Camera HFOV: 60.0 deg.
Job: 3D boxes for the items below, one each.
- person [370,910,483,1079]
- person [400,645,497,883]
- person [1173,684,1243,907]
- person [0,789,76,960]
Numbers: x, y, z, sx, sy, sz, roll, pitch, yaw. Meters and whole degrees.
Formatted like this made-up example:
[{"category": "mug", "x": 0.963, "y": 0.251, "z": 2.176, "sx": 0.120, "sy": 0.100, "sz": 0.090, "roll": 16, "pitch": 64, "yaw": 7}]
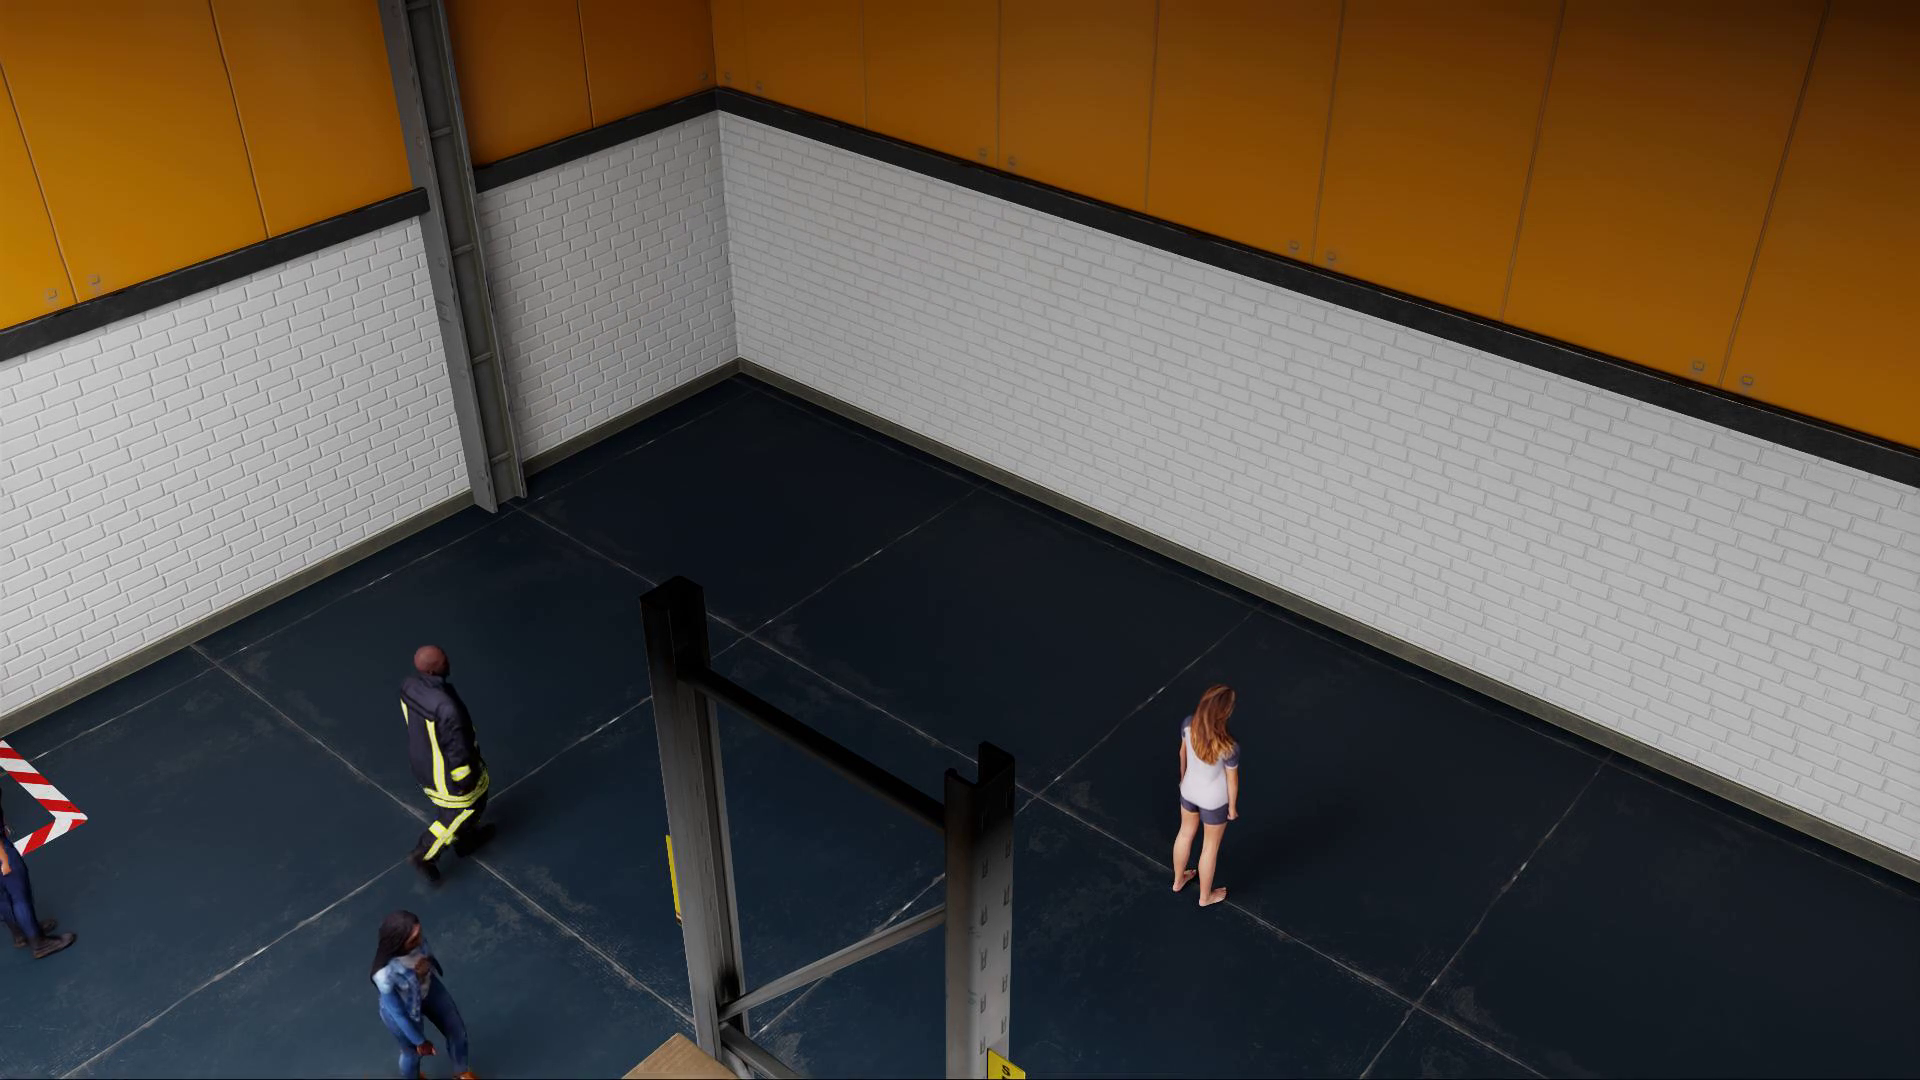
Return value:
[{"category": "person", "x": -3.141, "y": 2.631, "z": 9.313, "sx": 0.882, "sy": 1.683, "sz": 0.843, "roll": 5, "pitch": 34, "yaw": 8}, {"category": "person", "x": -3.448, "y": 1.476, "z": 10.940, "sx": 0.722, "sy": 1.807, "sz": 0.939, "roll": 24, "pitch": 41, "yaw": 32}, {"category": "person", "x": 1.584, "y": 1.644, "z": 10.756, "sx": 0.616, "sy": 1.729, "sz": 0.557, "roll": 29, "pitch": 43, "yaw": 36}, {"category": "person", "x": -6.066, "y": 1.917, "z": 10.339, "sx": 0.566, "sy": 1.738, "sz": 0.543, "roll": 24, "pitch": 41, "yaw": 32}]
